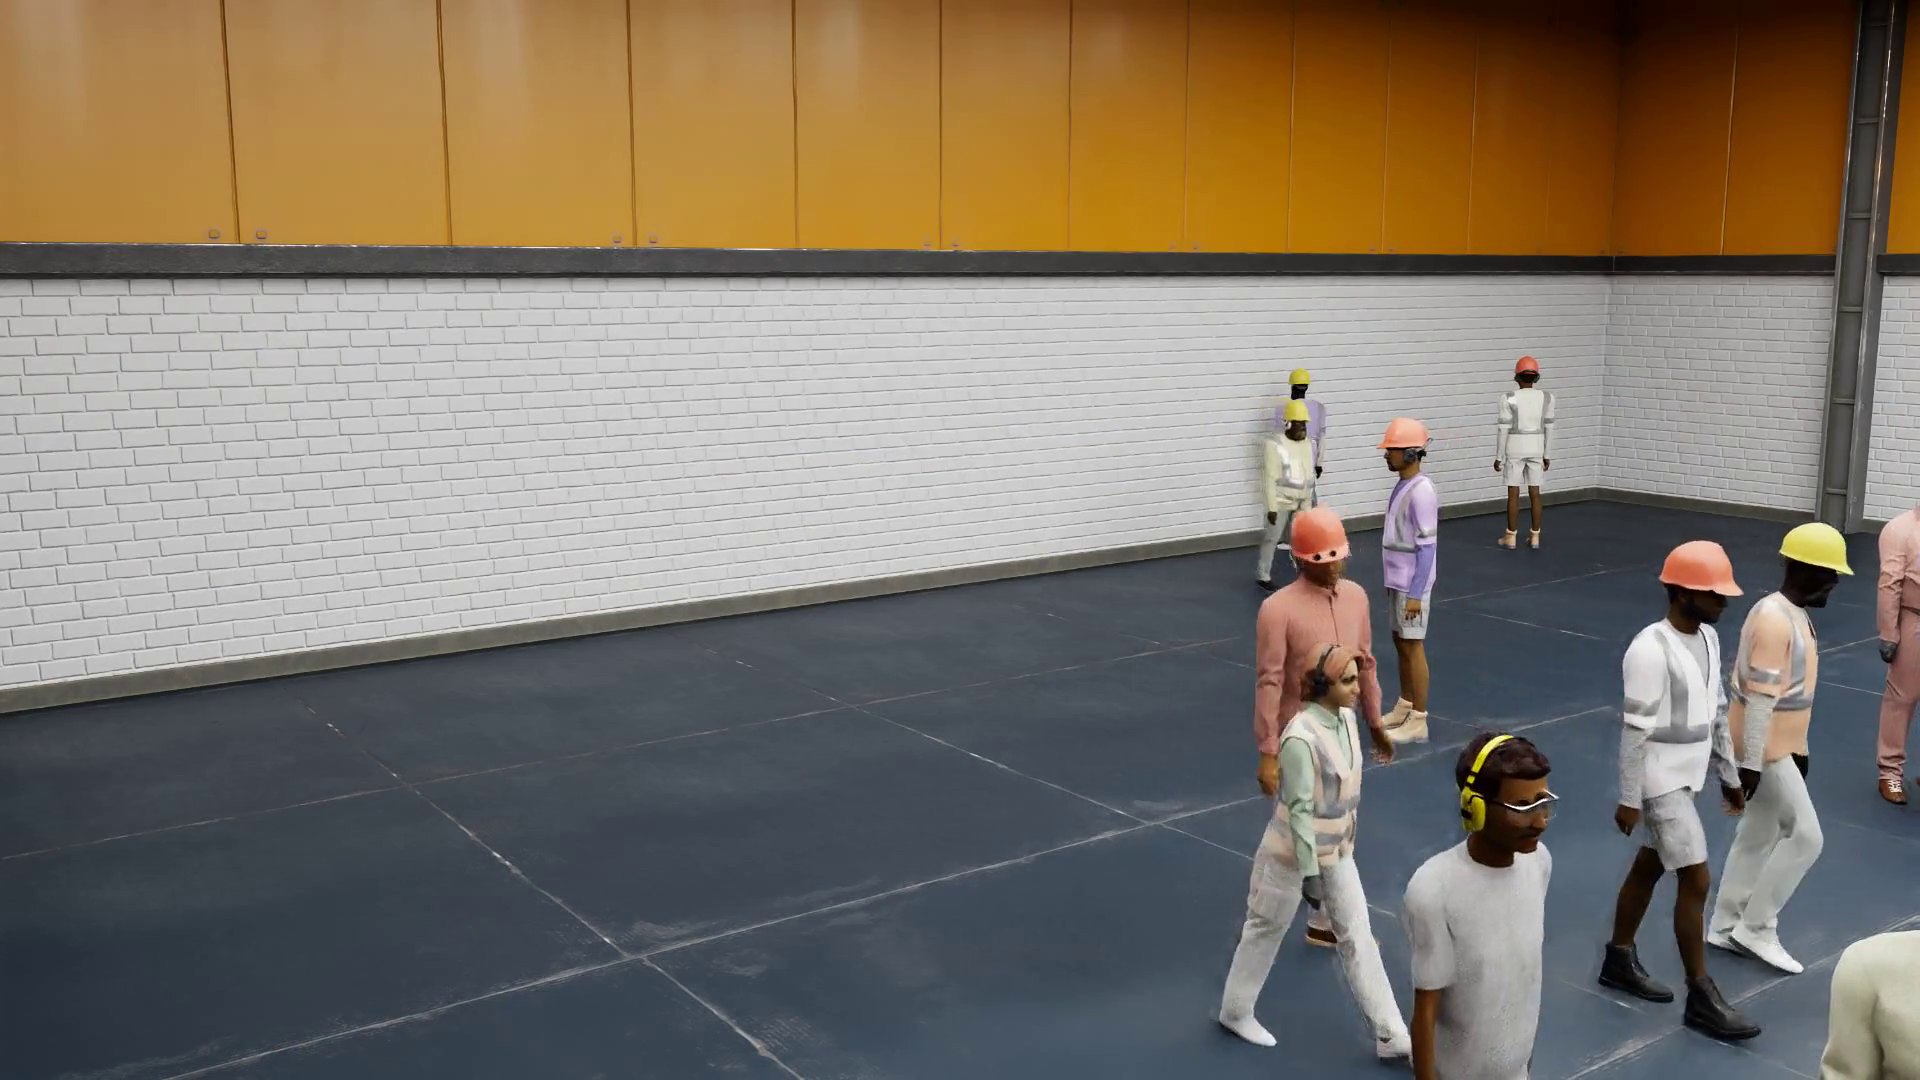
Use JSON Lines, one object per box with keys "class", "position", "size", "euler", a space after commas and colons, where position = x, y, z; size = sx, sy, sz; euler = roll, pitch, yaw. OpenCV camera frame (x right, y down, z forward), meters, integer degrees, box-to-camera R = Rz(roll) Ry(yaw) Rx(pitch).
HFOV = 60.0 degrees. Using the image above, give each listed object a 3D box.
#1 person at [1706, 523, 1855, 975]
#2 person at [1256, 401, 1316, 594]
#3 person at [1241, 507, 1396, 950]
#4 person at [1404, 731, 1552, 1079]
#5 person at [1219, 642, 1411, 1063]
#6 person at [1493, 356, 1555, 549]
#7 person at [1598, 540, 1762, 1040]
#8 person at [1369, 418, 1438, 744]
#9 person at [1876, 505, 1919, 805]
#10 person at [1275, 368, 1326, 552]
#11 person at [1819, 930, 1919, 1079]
{"class": "person", "position": [3.488, 0.871, 7.036], "size": [0.556, 1.895, 0.616], "euler": [6, 11, 31]}
{"class": "person", "position": [2.986, -0.351, 14.934], "size": [0.616, 1.782, 0.949], "euler": [-5, 10, -26]}
{"class": "person", "position": [1.531, 0.828, 7.138], "size": [0.736, 1.968, 0.474], "euler": [-8, 12, -40]}
{"class": "person", "position": [1.314, 1.377, 4.075], "size": [0.541, 1.844, 0.639], "euler": [-5, 11, -30]}
{"class": "person", "position": [1.351, 1.168, 6.163], "size": [0.867, 1.588, 0.545], "euler": [7, 12, 37]}
{"class": "person", "position": [5.976, -0.923, 17.667], "size": [0.605, 2.045, 0.378], "euler": [0, 9, -2]}
{"class": "person", "position": [2.901, 0.956, 6.490], "size": [0.569, 1.904, 0.836], "euler": [-9, 13, -42]}
{"class": "person", "position": [2.768, 0.254, 10.412], "size": [0.391, 2.041, 0.615], "euler": [0, 9, 2]}
{"class": "person", "position": [5.410, 0.515, 9.212], "size": [0.643, 1.912, 0.410], "euler": [0, 9, -2]}
{"class": "person", "position": [3.552, -0.838, 17.501], "size": [0.589, 1.927, 0.388], "euler": [-3, 10, -18]}
{"class": "person", "position": [2.002, 1.433, 3.286], "size": [0.612, 1.995, 0.377], "euler": [3, 10, 20]}
